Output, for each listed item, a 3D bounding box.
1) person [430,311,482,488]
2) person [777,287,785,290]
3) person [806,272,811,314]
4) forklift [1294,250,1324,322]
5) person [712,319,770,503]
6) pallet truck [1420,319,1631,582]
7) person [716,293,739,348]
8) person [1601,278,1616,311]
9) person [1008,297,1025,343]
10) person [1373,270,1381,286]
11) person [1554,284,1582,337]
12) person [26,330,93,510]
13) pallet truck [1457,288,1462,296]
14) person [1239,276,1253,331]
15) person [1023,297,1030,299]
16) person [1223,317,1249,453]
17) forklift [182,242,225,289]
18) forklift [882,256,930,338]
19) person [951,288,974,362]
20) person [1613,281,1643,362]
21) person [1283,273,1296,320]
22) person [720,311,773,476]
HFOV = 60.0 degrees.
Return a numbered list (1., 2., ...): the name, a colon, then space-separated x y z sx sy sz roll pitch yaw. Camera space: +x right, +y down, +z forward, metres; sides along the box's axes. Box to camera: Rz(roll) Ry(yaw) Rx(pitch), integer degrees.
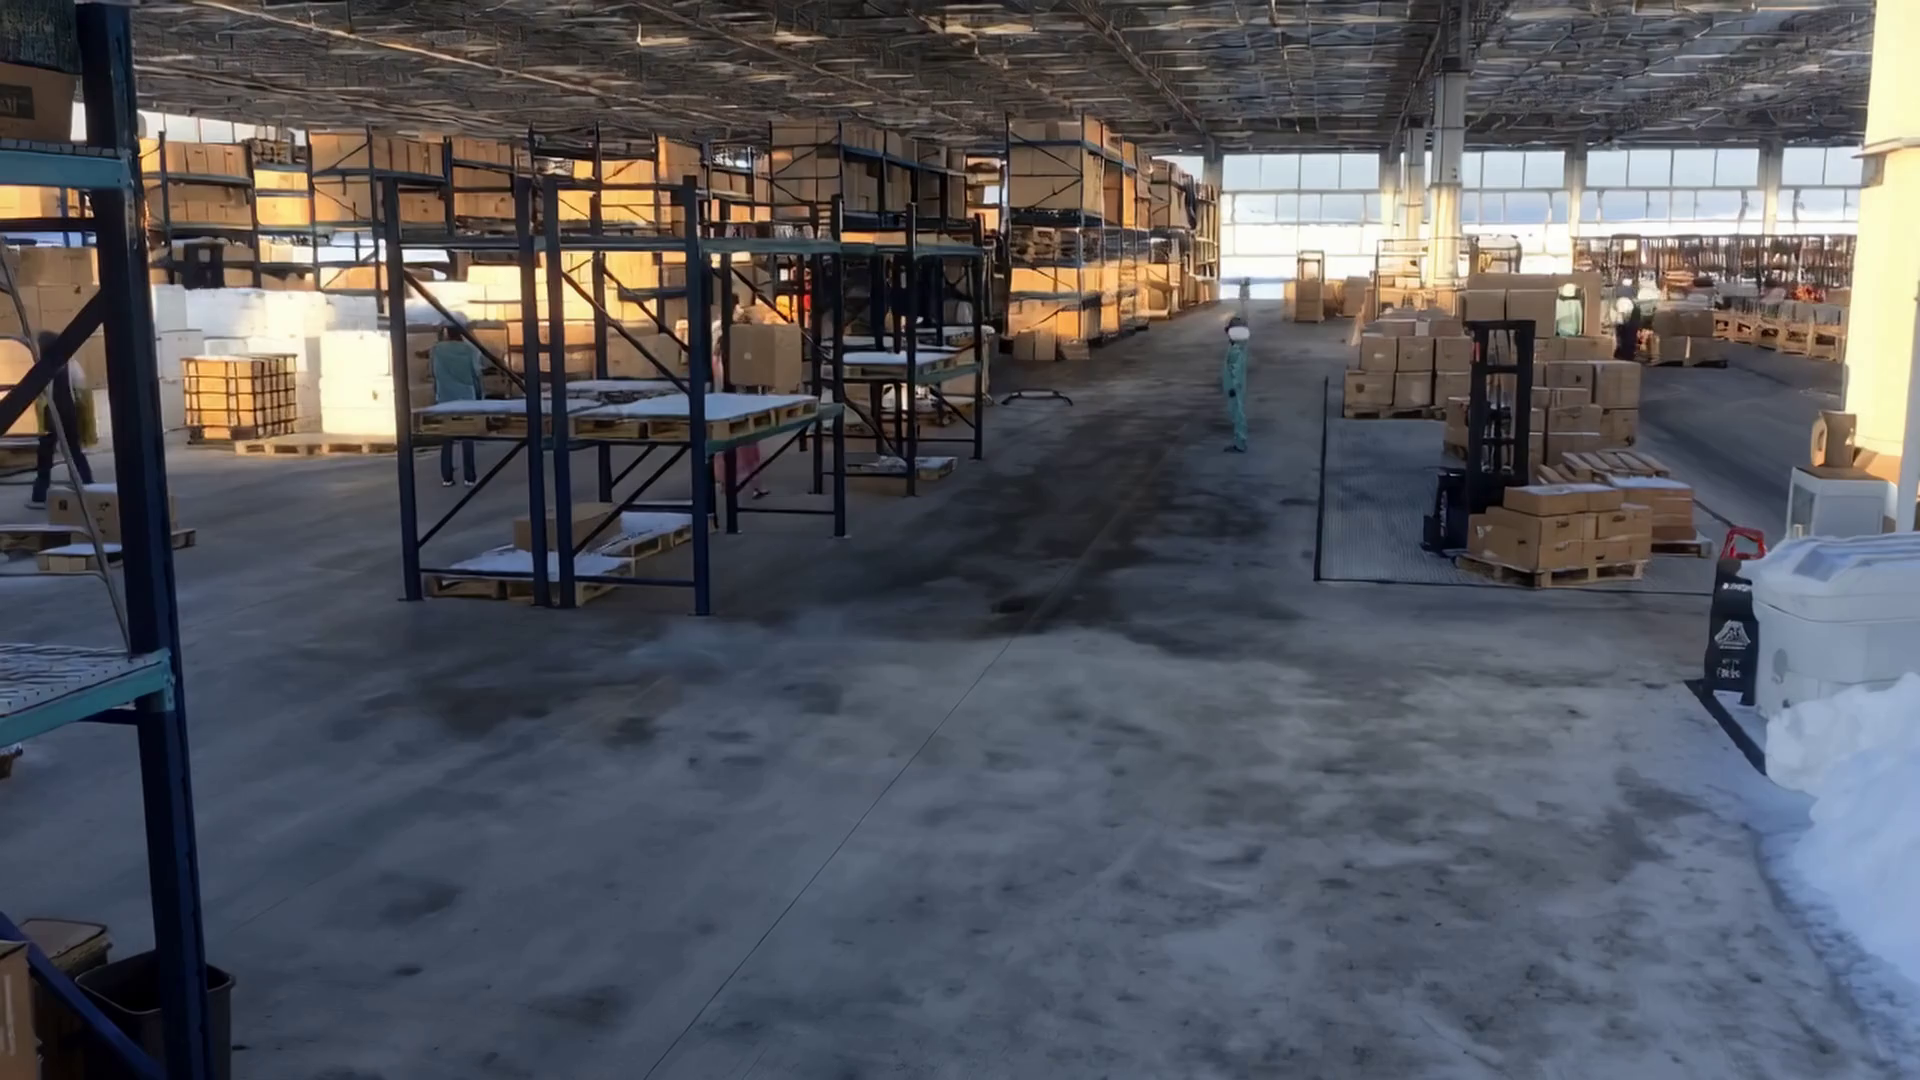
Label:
1. person: -5.445 -1.519 18.063 0.581 1.919 0.398 2 10 10
2. person: -7.493 -9.961 68.879 0.520 1.624 0.496 2 10 11
3. person: -5.352 -8.849 61.126 0.684 2.027 0.446 -5 11 -27
4. forklift: 13.778 -10.002 65.433 1.129 2.768 1.873 2 10 12
5. person: -2.248 -1.296 16.888 0.628 1.862 0.962 -6 11 -30
6. pallet truck: 4.543 -0.757 13.299 0.823 1.965 1.885 -4 10 -22
7. person: -3.622 -2.969 26.553 0.395 1.953 0.620 9 13 43
8. person: 22.053 -8.001 56.711 0.586 1.824 0.404 -5 11 -25
9. person: 1.691 -6.691 49.450 0.536 1.655 0.852 2 10 13
10. person: 19.436 -11.548 77.277 0.628 1.970 0.584 -6 11 -30
11. person: 13.153 -4.566 36.018 0.552 1.942 0.342 3 10 15
12. person: -8.824 -1.153 16.271 0.983 1.792 0.538 6 11 30
13. pallet truck: 20.506 -9.785 68.819 0.653 1.274 1.630 2 10 12
14. person: 9.864 -8.220 57.792 0.619 1.892 0.659 5 11 26
15. person: 2.171 -7.490 54.160 0.323 1.673 0.662 -5 11 -27
16. person: 3.541 -1.980 21.297 0.294 1.744 0.486 3 10 17
17. forklift: -15.900 -4.890 35.160 1.129 2.768 1.873 5 11 27
18. forklift: -1.223 -5.805 40.579 1.129 2.768 1.873 2 10 12
19. person: -0.031 -4.759 37.483 0.907 1.828 0.530 -4 10 -23
20. person: 14.502 -4.641 36.171 0.653 2.000 0.695 8 13 40
21. person: 13.466 -9.914 67.773 0.636 1.914 0.798 4 10 23
22. person: -2.452 -1.686 19.131 0.651 1.883 1.021 -2 10 -13
